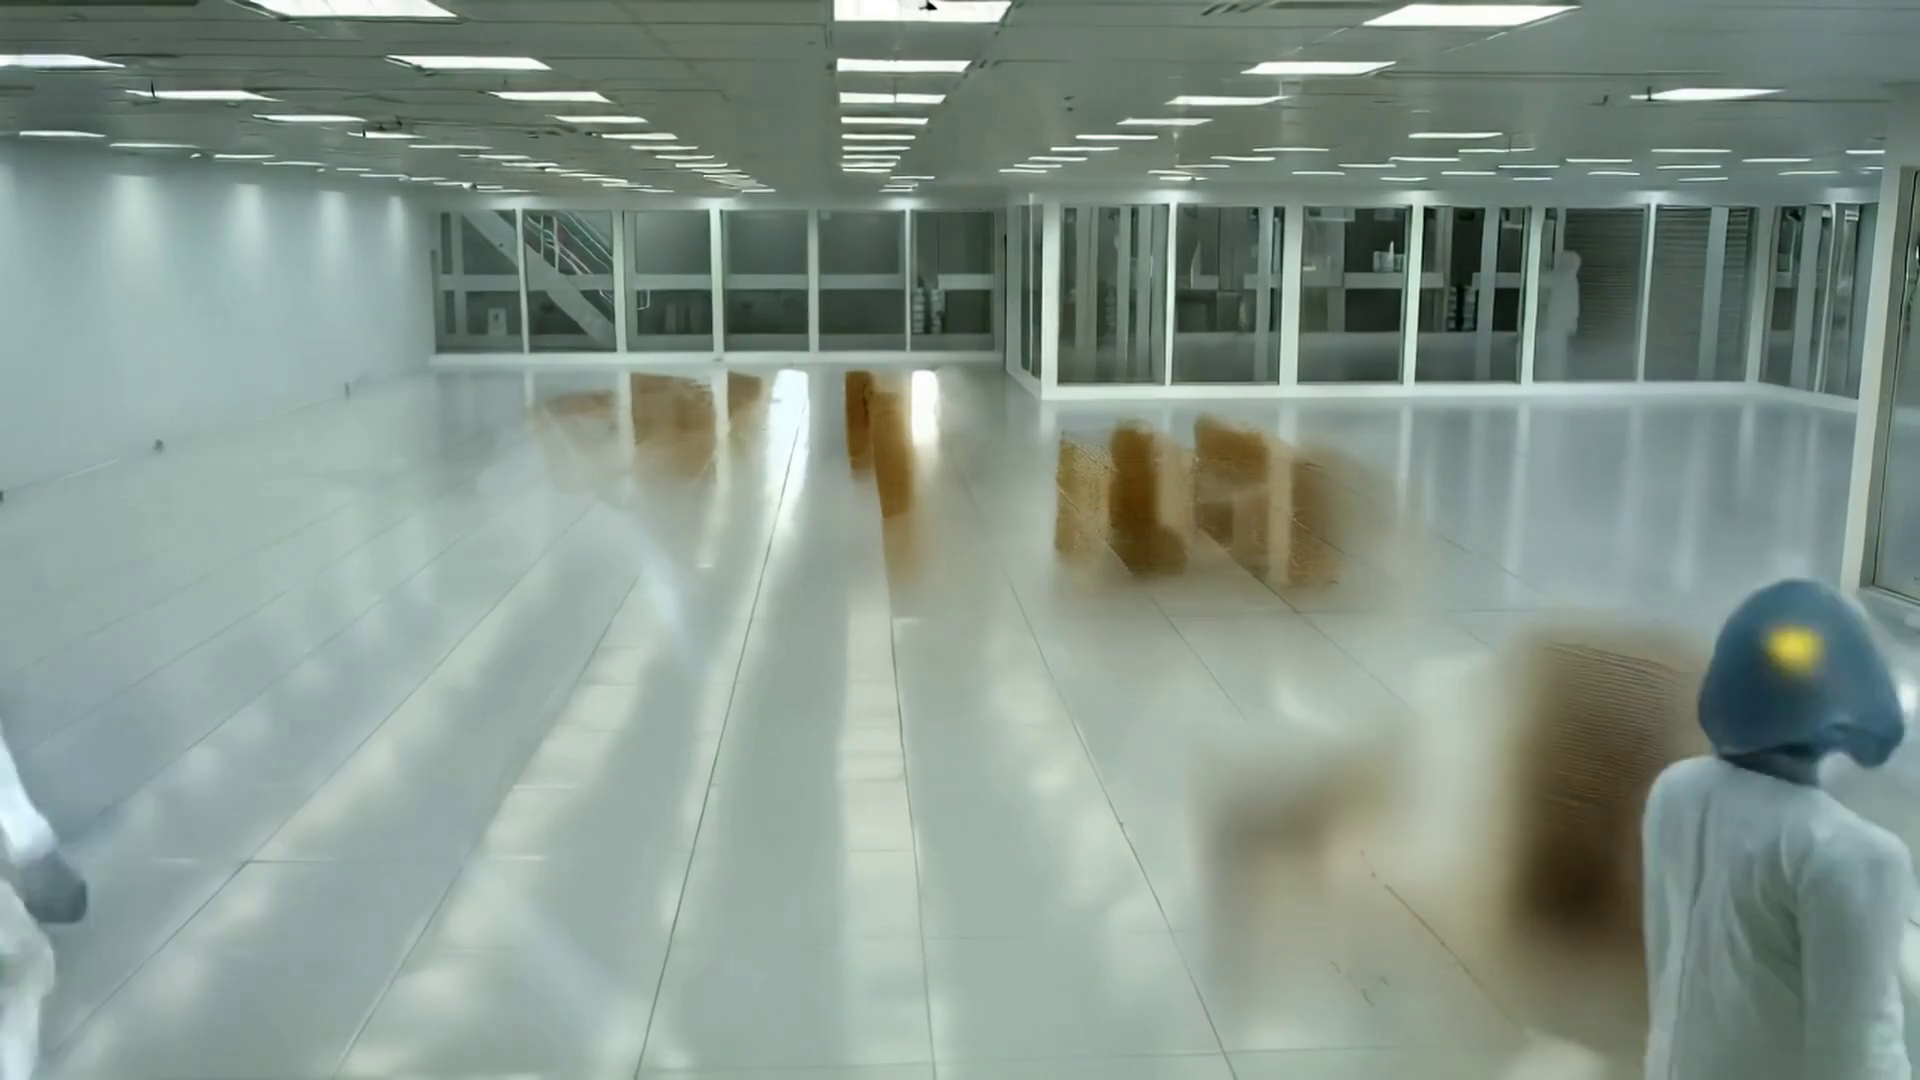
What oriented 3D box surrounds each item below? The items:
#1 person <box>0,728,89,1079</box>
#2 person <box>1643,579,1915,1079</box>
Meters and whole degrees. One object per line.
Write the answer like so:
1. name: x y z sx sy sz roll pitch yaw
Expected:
1. person: -1.933 0.569 3.256 0.501 1.850 0.711 10 14 43
2. person: 1.112 0.863 2.323 0.314 1.618 0.593 -2 11 -8
